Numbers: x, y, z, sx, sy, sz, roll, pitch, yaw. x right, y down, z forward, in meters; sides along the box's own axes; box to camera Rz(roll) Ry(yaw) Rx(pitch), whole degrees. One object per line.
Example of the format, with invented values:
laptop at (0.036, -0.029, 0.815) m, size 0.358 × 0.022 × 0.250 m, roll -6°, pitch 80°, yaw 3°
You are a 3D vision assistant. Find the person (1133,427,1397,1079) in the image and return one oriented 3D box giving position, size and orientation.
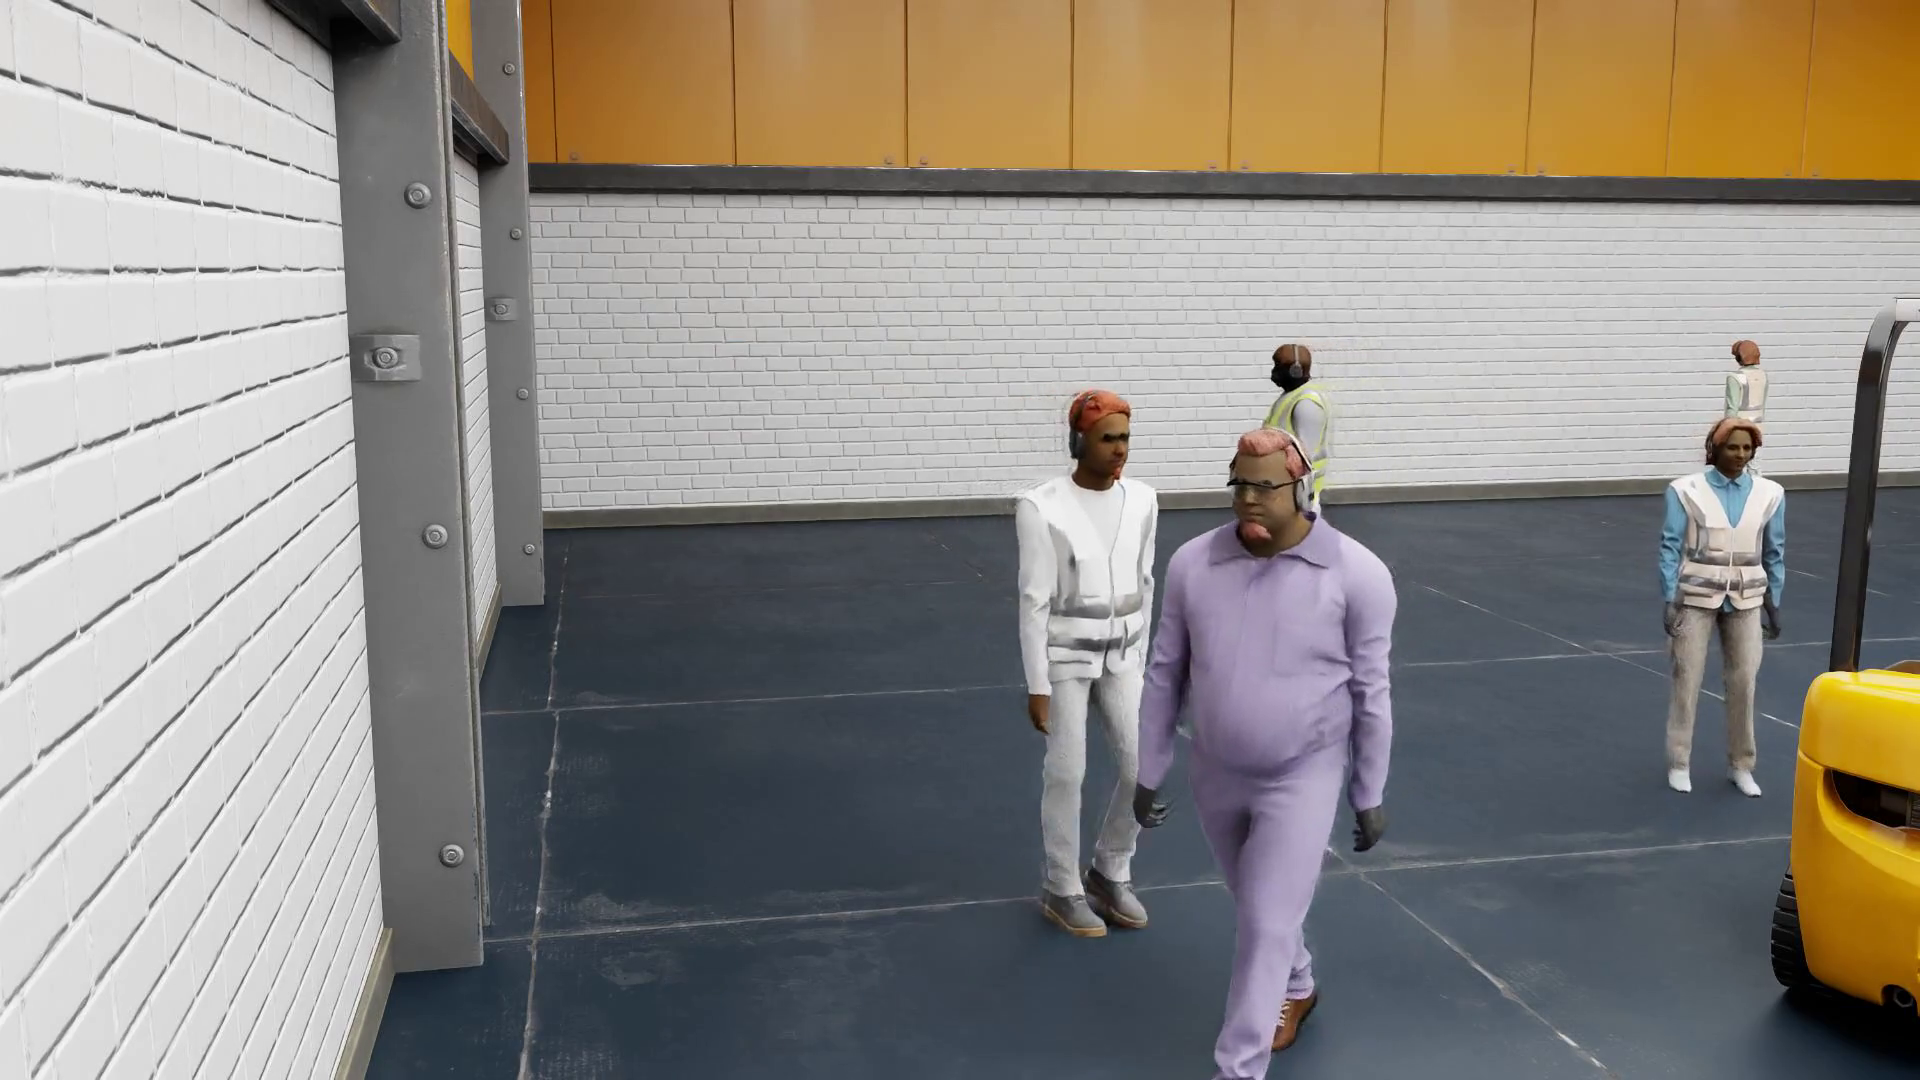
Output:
person at (0.815, 0.615, 4.508) m, size 0.662 × 1.861 × 1.005 m, roll 6°, pitch 11°, yaw 34°

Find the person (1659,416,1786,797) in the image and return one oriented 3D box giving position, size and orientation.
person at (3.280, 0.281, 7.190) m, size 0.521 × 1.639 × 0.323 m, roll 1°, pitch 9°, yaw 7°

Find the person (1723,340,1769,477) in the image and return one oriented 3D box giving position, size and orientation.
person at (6.847, -0.925, 14.543) m, size 0.516 × 1.636 × 0.314 m, roll -5°, pitch 11°, yaw -30°

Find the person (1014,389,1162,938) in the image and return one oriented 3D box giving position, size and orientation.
person at (0.436, 0.435, 5.572) m, size 0.582 × 1.867 × 0.478 m, roll -5°, pitch 10°, yaw -27°

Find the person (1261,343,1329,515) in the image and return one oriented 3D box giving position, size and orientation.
person at (2.137, -0.330, 10.427) m, size 0.923 × 1.813 × 0.628 m, roll -1°, pitch 9°, yaw -4°

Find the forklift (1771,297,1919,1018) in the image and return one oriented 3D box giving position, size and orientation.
forklift at (3.542, 0.334, 5.177) m, size 2.313 × 2.155 × 1.214 m, roll -9°, pitch 13°, yaw -43°
